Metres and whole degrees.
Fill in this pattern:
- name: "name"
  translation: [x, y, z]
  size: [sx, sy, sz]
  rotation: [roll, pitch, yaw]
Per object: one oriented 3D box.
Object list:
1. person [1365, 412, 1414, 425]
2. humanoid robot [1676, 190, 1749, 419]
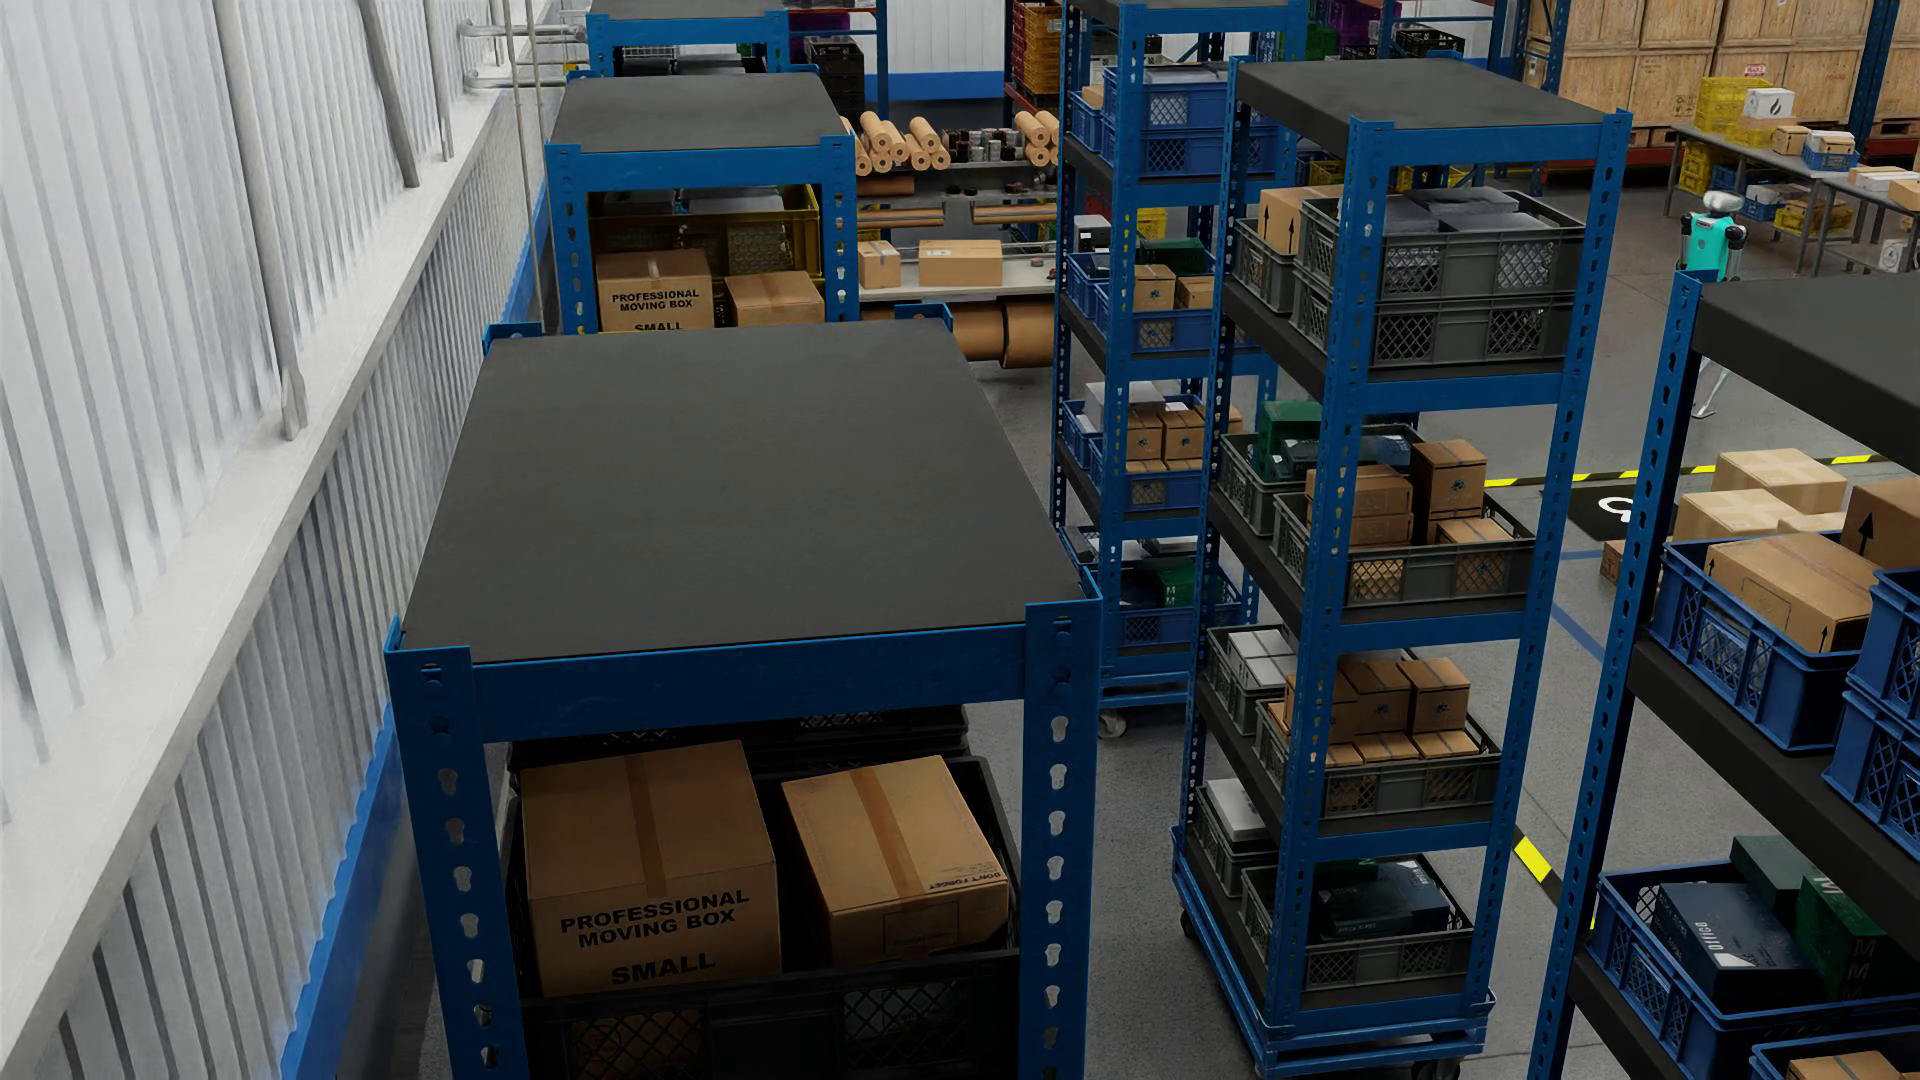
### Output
- name: "person"
  translation: [2.939, -1.288, 11.213]
  size: [0.415, 1.838, 0.614]
  rotation: [-3, 25, -8]
- name: "humanoid robot"
  translation: [5.570, -1.733, 12.142]
  size: [0.735, 1.681, 0.533]
  rotation: [-11, 27, -23]
